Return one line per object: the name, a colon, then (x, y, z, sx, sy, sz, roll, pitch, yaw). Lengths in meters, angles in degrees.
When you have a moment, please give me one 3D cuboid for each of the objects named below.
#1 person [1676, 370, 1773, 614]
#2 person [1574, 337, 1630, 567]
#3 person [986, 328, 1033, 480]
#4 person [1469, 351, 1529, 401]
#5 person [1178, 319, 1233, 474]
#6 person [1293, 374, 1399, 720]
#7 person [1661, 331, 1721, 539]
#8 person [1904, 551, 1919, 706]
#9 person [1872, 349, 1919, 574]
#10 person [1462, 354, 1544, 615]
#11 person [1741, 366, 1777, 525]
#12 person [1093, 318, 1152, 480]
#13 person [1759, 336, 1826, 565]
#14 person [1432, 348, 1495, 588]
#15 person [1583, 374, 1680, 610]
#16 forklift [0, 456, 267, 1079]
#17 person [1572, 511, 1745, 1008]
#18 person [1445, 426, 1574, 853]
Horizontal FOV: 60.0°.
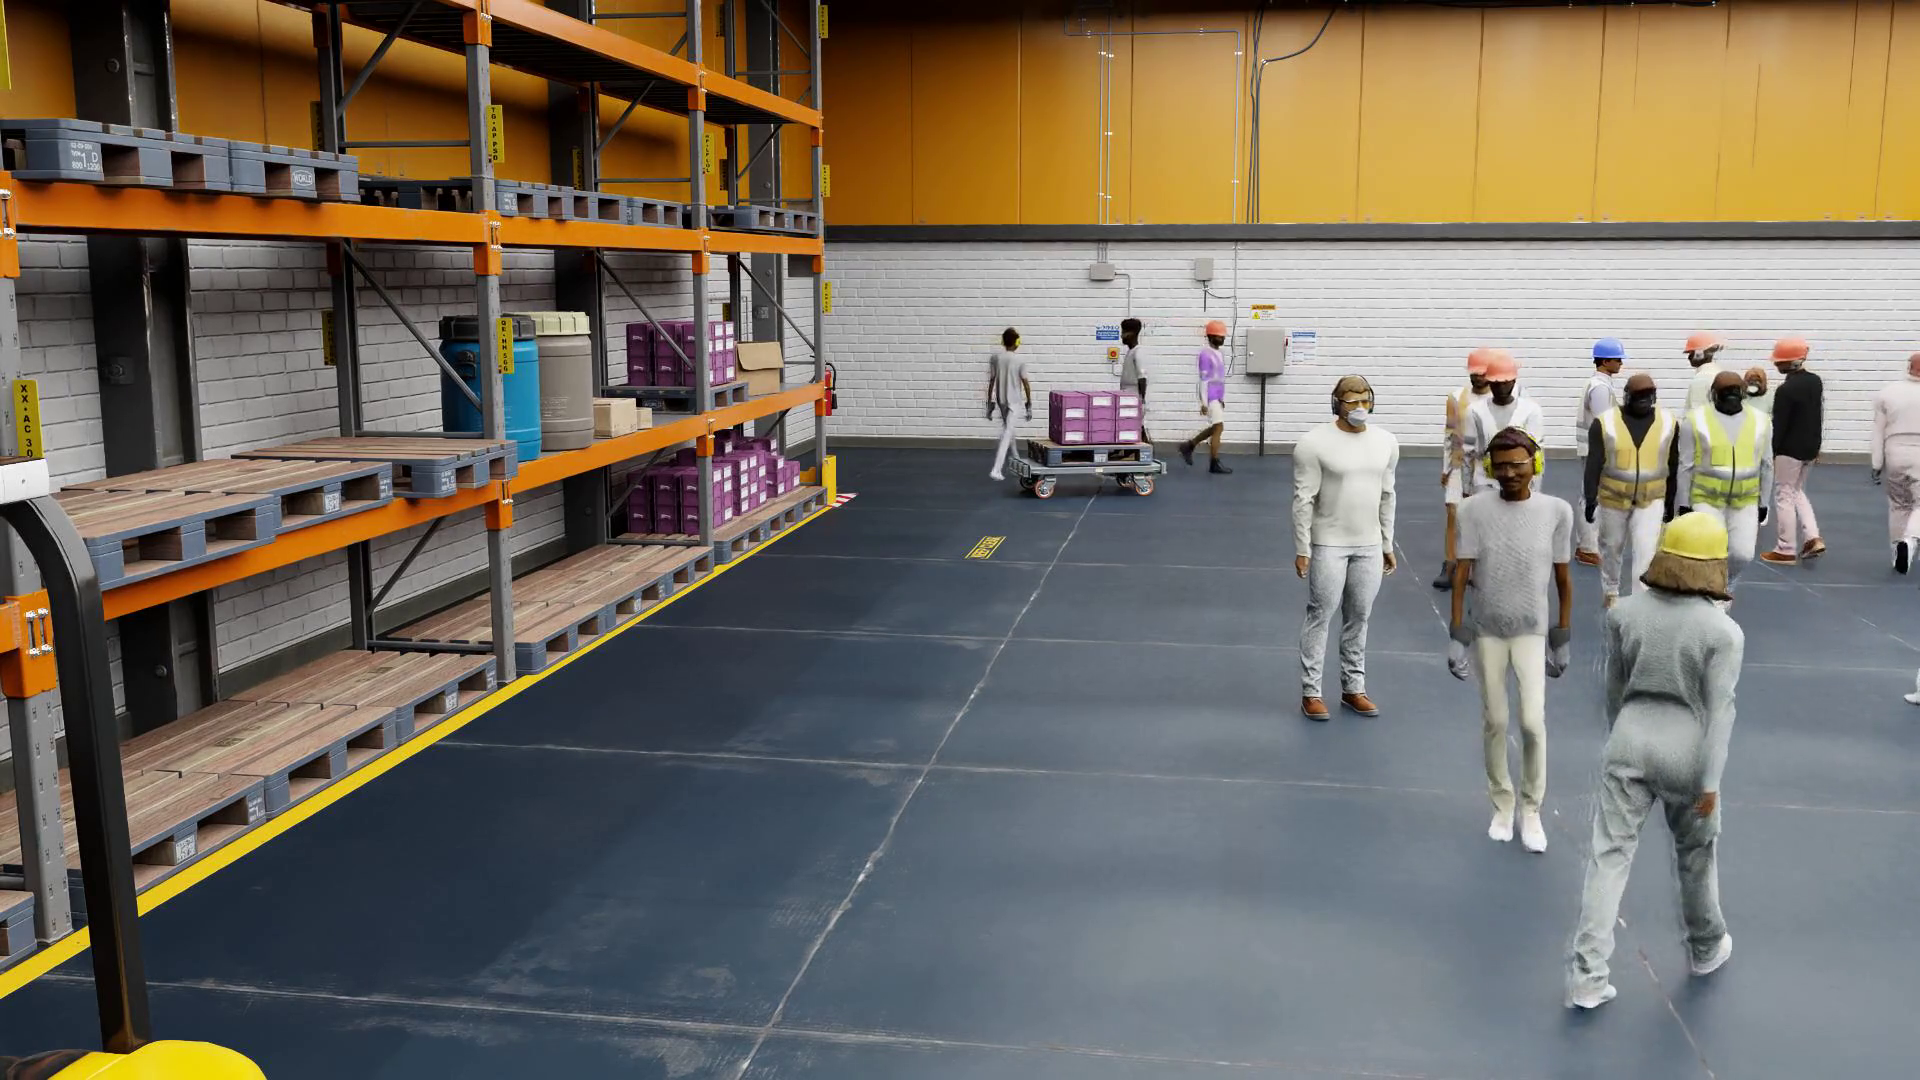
person: (5.360, -0.289, 11.709, 0.640, 1.820, 0.553, 2, 9, 10)
person: (5.439, -0.748, 14.144, 0.391, 1.946, 0.615, 3, 10, 15)
person: (0.599, -1.637, 20.053, 0.536, 1.826, 0.997, 6, 11, 31)
person: (4.804, -0.806, 14.956, 0.626, 1.801, 0.453, 5, 10, 27)
person: (3.069, -1.779, 20.611, 0.649, 1.913, 0.553, 4, 10, 25)
person: (2.157, 0.039, 9.320, 0.635, 1.937, 0.353, -3, 10, -16)
person: (6.838, -0.916, 15.169, 0.686, 1.961, 0.626, 8, 12, 40)
person: (5.653, 0.198, 9.299, 0.533, 1.619, 0.641, -1, 9, -8)
person: (7.857, -0.637, 13.713, 0.648, 1.879, 0.807, 8, 12, 42)
person: (3.925, -0.386, 12.071, 0.565, 1.898, 0.884, 3, 10, 19)
person: (7.661, -0.882, 16.031, 0.697, 1.605, 0.542, -8, 12, -39)
person: (1.933, -1.674, 19.868, 0.846, 1.937, 0.632, 0, 9, -2)
person: (7.073, -0.740, 14.084, 0.669, 1.966, 0.486, -6, 11, -34)
person: (4.009, -0.542, 13.025, 0.572, 1.899, 0.851, 6, 11, 31)
person: (4.807, -0.304, 11.941, 0.656, 1.791, 0.937, 3, 10, 15)
forklift: (-2.328, 0.975, 2.765, 2.313, 2.155, 1.214, 1, 9, 9)
person: (2.421, 0.743, 5.731, 0.495, 1.693, 0.877, 9, 13, 43)
person: (2.374, 0.432, 7.206, 0.510, 1.845, 0.581, 3, 10, 19)
